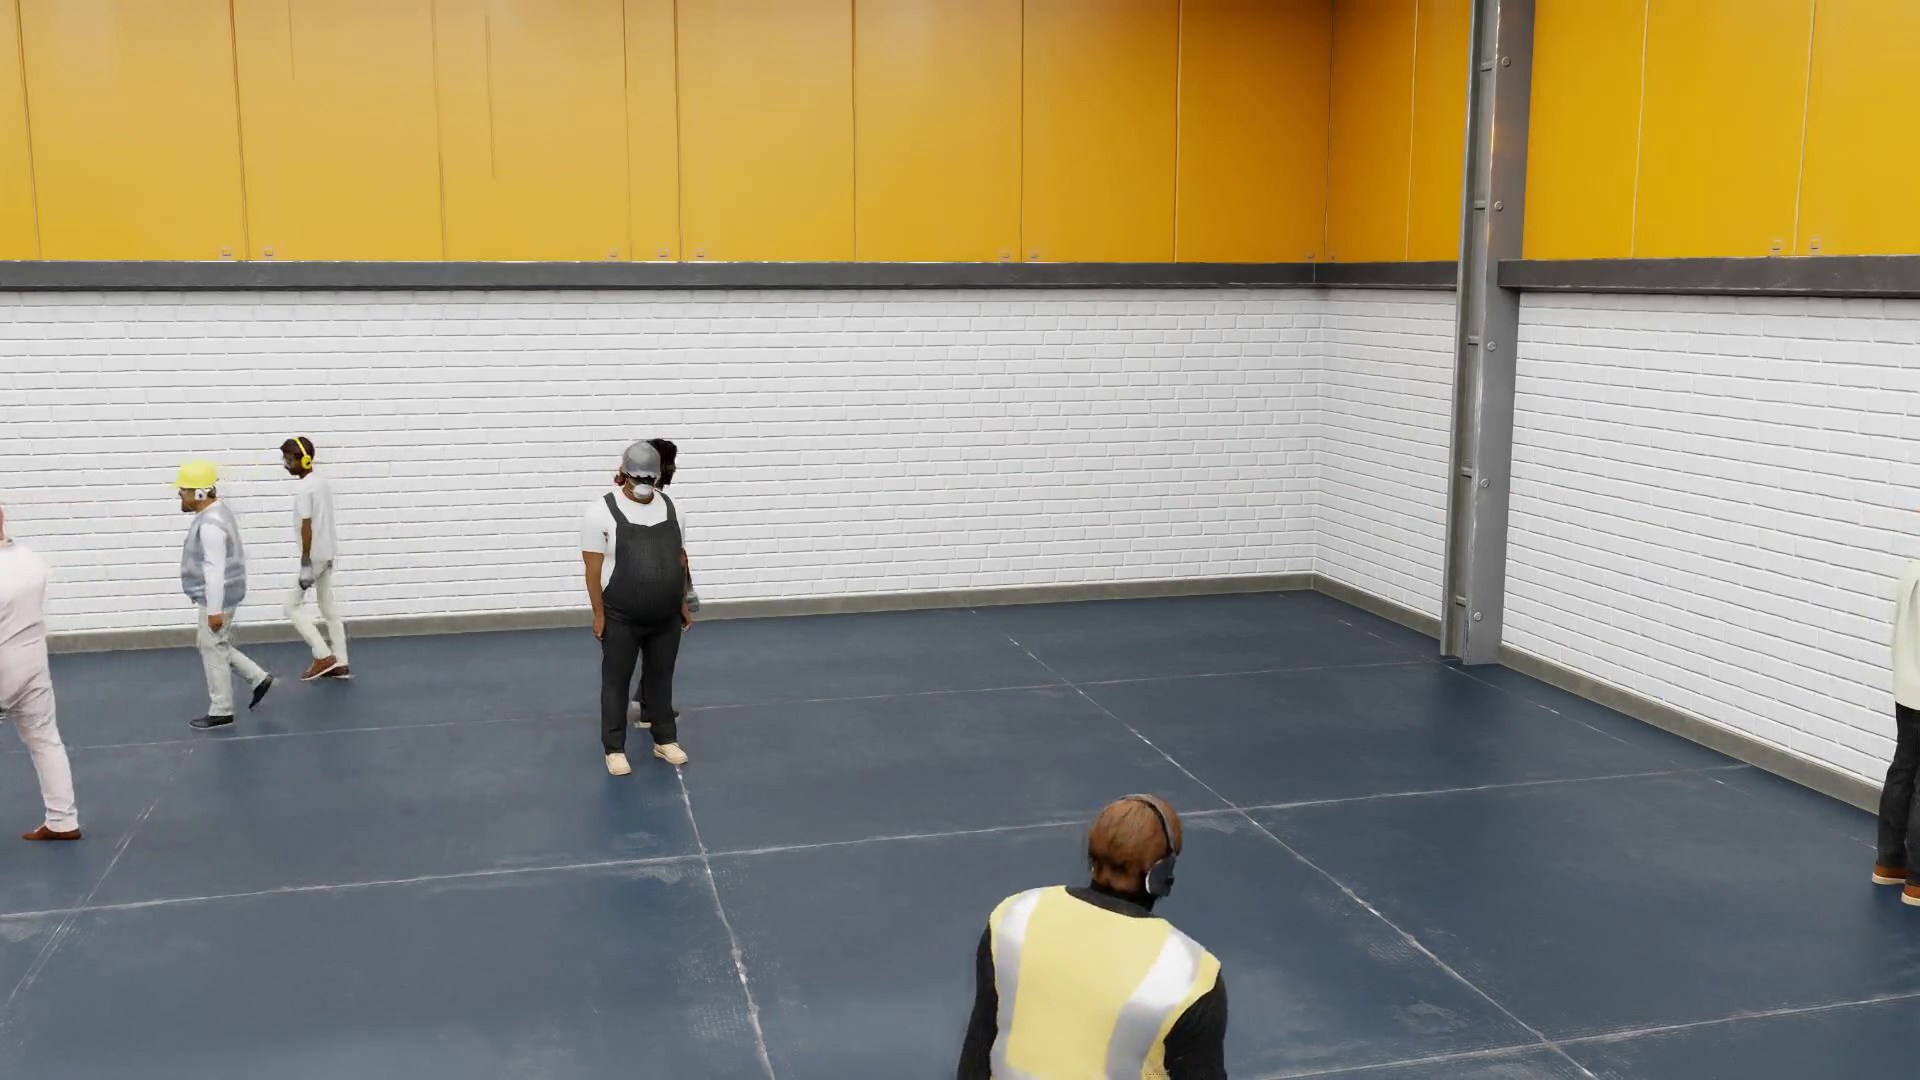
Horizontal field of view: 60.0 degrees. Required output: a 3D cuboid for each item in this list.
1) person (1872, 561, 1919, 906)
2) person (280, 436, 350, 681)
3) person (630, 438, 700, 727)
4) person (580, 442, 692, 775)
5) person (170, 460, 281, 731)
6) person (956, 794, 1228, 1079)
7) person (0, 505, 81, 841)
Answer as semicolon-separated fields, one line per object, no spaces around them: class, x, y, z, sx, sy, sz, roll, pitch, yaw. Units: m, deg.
person;4.719;0.760;8.018;0.396;1.992;0.623;1;9;4
person;-4.795;0.149;12.297;0.474;1.846;0.601;0;9;0
person;-2.006;0.285;11.132;0.489;1.946;0.595;-7;11;-36
person;-1.922;0.397;10.143;0.674;2.000;0.534;-7;11;-36
person;-4.911;0.360;11.053;0.520;1.818;0.618;-3;10;-19
person;0.355;1.496;4.045;0.666;1.802;0.739;6;11;35
person;-5.155;0.708;8.759;0.925;1.871;0.646;1;9;4
